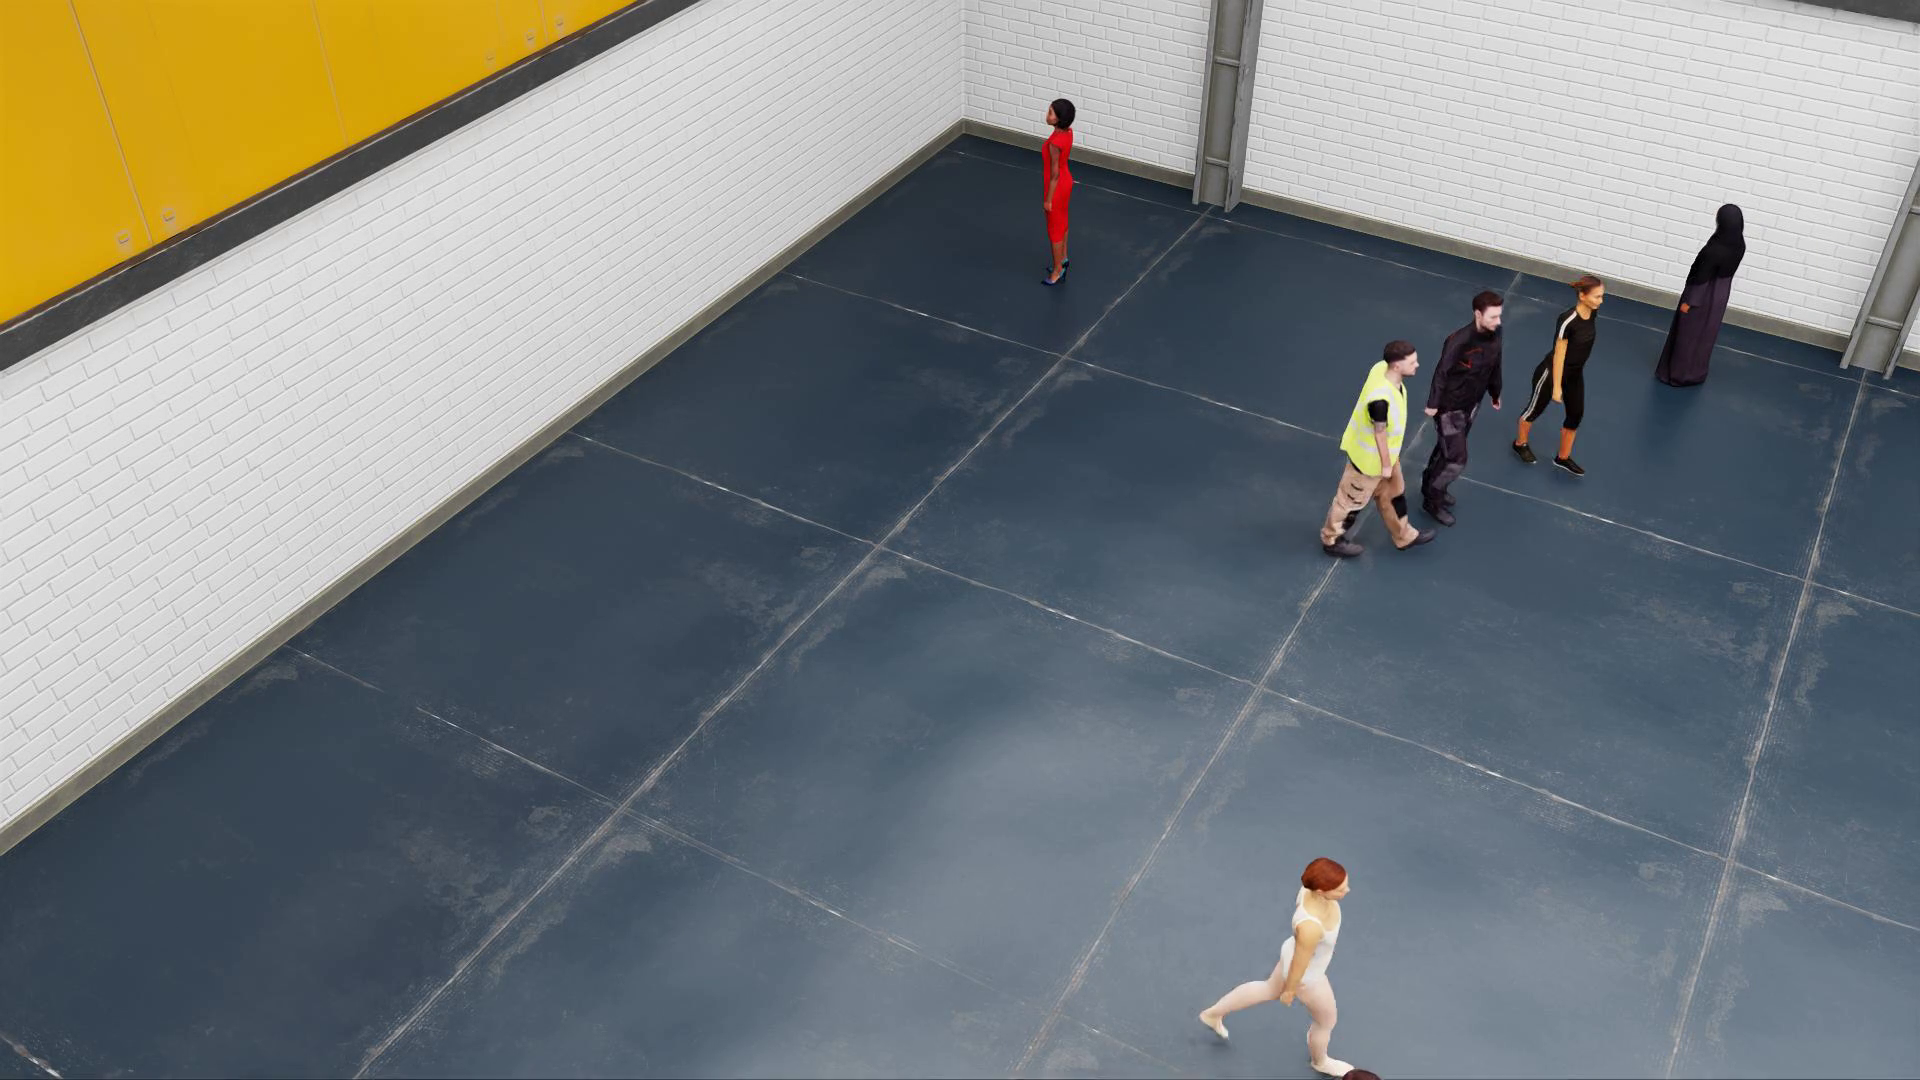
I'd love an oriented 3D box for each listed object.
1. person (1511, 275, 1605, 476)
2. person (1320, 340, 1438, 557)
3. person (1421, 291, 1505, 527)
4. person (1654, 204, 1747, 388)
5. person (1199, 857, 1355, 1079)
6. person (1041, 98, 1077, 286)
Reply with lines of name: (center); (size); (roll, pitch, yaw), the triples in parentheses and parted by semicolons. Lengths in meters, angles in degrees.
person: (4.496, -1.303, 12.642); (0.827, 1.646, 0.943); (-18, 42, -21)
person: (2.849, -0.617, 11.656); (1.113, 1.805, 0.843); (11, 40, 13)
person: (3.572, -1.038, 12.114); (0.826, 1.891, 0.854); (-29, 47, -31)
person: (6.080, -1.995, 13.535); (0.706, 1.614, 0.739); (-19, 42, -22)
person: (1.645, 2.133, 8.369); (1.118, 1.610, 0.795); (6, 39, 8)
person: (0.869, -3.099, 14.815); (0.568, 1.742, 0.619); (10, 40, 13)
